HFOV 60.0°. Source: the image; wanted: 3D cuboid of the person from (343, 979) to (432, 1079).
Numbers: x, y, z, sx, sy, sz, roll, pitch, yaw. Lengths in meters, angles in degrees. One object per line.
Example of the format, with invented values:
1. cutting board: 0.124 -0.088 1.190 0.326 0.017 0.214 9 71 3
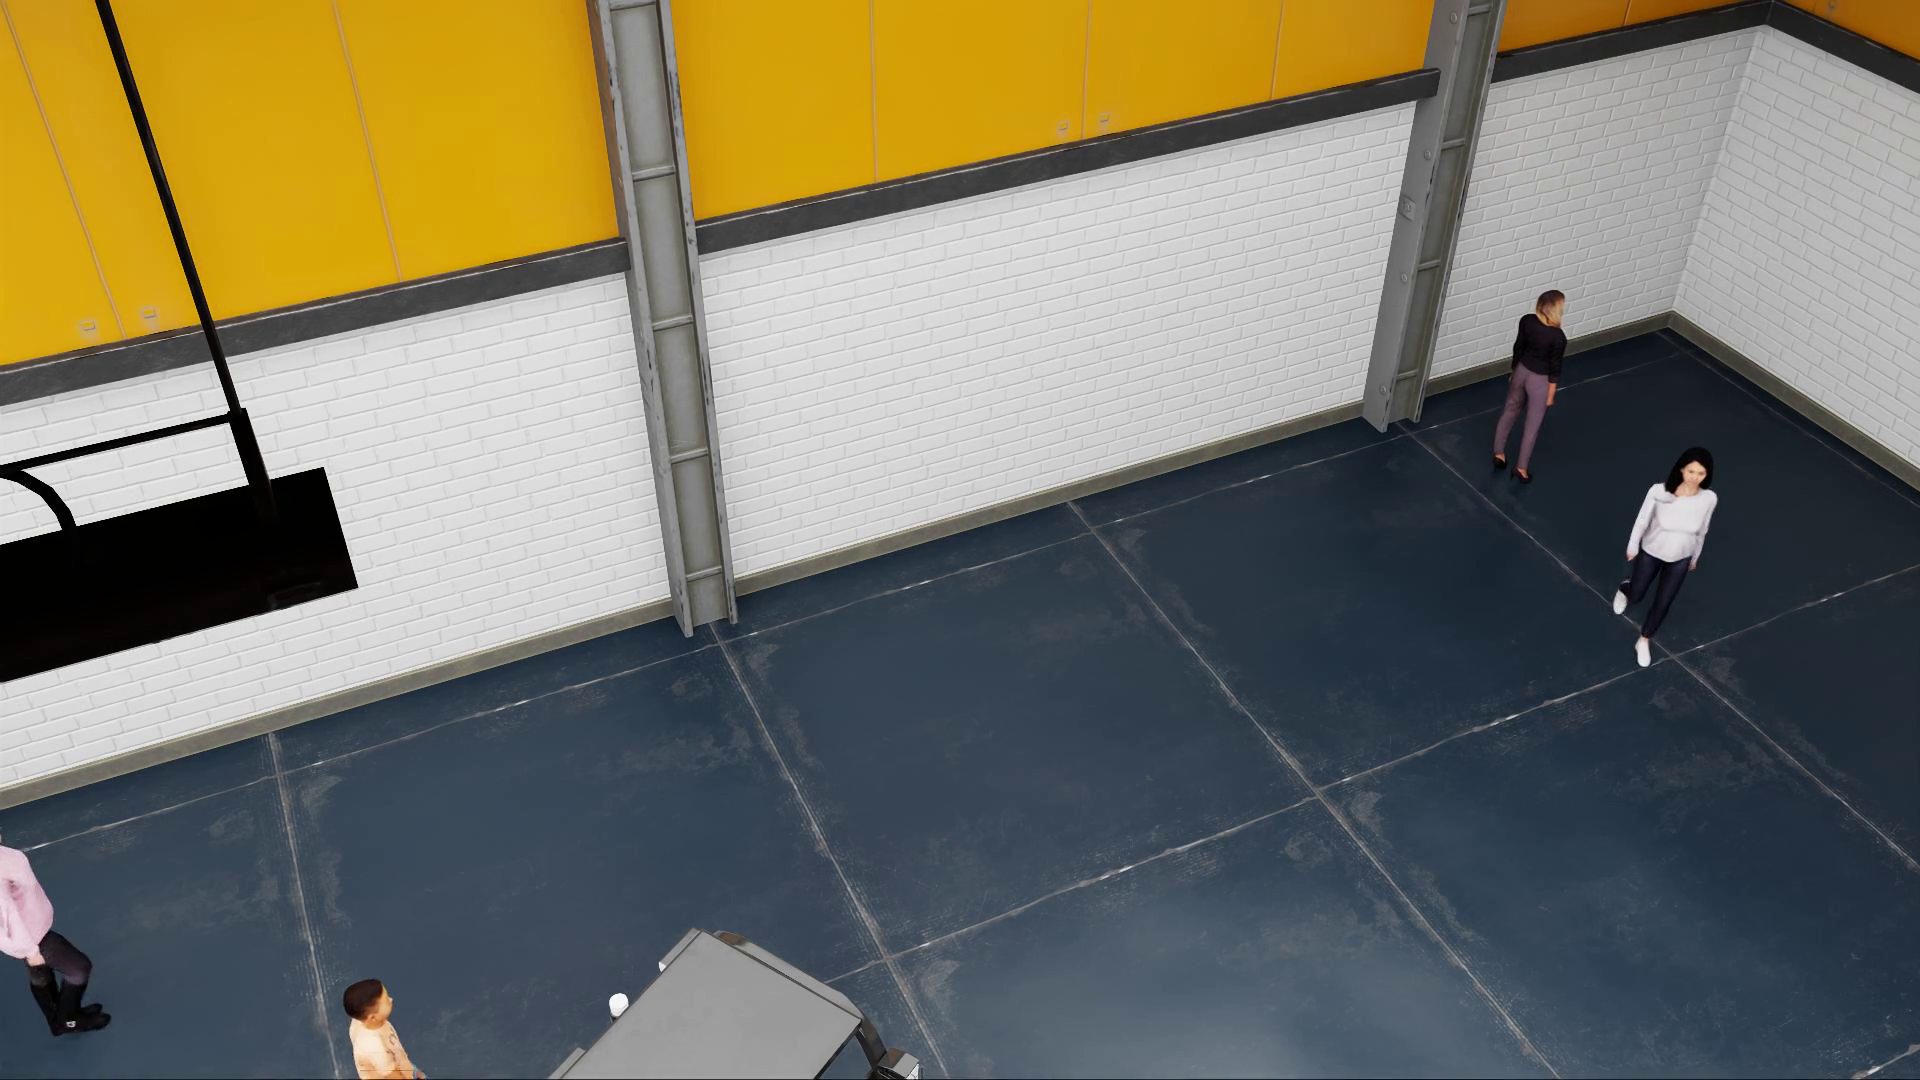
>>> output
1. person: -2.852 2.709 8.128 0.963 1.424 0.531 -16 41 -19

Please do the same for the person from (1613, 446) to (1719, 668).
1. person: 4.763 0.044 11.254 0.906 1.689 0.928 6 39 7

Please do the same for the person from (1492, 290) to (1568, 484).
1. person: 4.387 -1.184 12.806 0.560 1.672 0.615 -22 43 -25

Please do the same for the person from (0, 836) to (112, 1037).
1. person: -4.986 2.079 8.711 0.629 1.682 0.658 -25 45 -28
